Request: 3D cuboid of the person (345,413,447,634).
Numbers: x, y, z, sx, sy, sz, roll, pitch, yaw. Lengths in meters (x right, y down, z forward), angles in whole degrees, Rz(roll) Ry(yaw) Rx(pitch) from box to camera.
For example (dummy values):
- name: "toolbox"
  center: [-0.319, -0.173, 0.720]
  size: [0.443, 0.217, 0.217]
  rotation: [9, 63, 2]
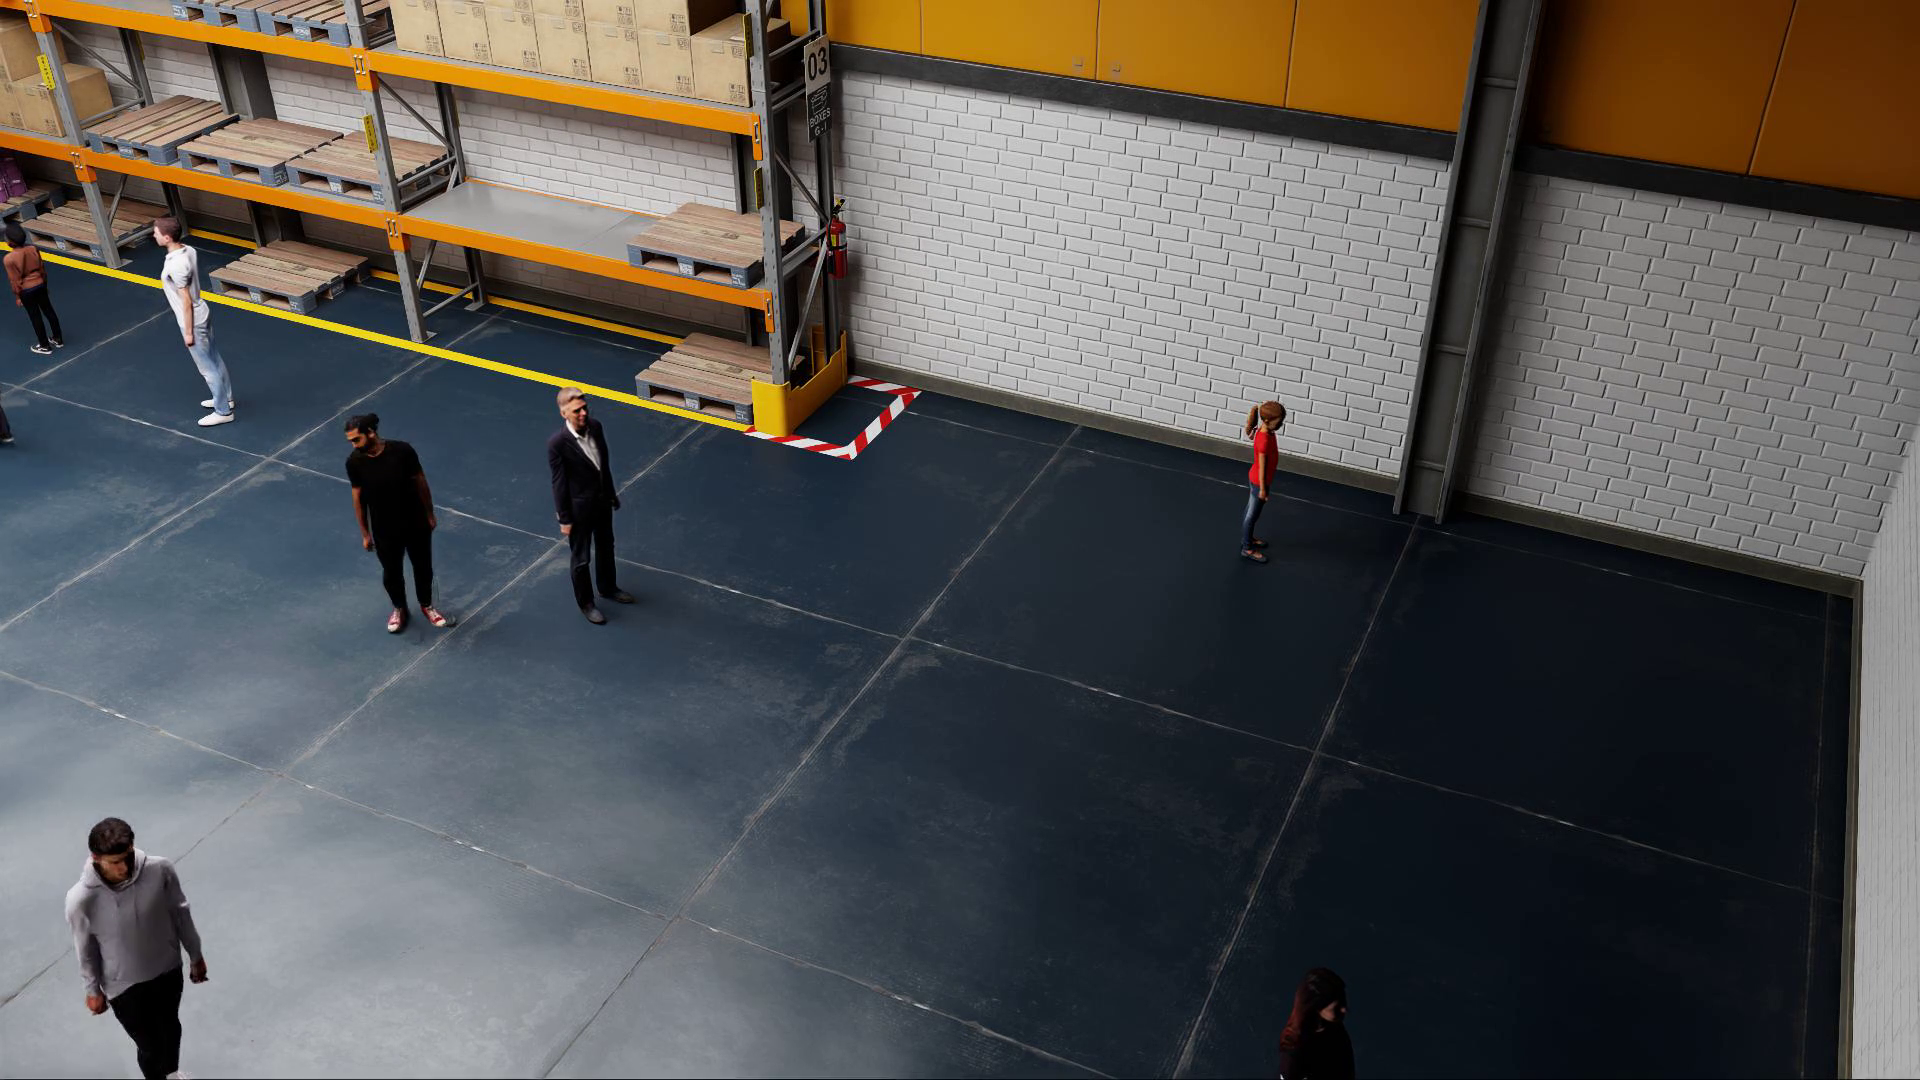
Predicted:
- name: "person"
  center: [-3.898, -0.133, 11.627]
  size: [0.726, 1.746, 0.782]
  rotation: [-21, 39, -28]

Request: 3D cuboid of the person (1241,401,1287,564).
- name: "person"
  center: [2.253, -0.463, 12.520]
  size: [0.543, 1.307, 0.524]
  rotation: [8, 34, 12]

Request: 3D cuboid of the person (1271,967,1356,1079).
- name: "person"
  center: [1.569, 2.565, 7.664]
  size: [0.601, 1.639, 0.618]
  rotation: [18, 38, 25]

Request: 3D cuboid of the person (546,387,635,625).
- name: "person"
  center: [-2.645, -0.284, 11.791]
  size: [0.640, 1.815, 0.722]
  rotation: [21, 39, 28]

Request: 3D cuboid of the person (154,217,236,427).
- name: "person"
  center: [-6.505, -1.874, 14.150]
  size: [0.752, 1.851, 0.723]
  rotation: [-7, 34, -11]

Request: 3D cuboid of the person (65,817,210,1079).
- name: "person"
  center: [-4.070, 2.056, 8.192]
  size: [0.751, 1.902, 0.788]
  rotation: [29, 43, 36]

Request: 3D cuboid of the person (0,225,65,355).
- name: "person"
  center: [-8.586, -2.330, 15.376]
  size: [0.479, 1.254, 0.514]
  rotation: [15, 36, 21]
